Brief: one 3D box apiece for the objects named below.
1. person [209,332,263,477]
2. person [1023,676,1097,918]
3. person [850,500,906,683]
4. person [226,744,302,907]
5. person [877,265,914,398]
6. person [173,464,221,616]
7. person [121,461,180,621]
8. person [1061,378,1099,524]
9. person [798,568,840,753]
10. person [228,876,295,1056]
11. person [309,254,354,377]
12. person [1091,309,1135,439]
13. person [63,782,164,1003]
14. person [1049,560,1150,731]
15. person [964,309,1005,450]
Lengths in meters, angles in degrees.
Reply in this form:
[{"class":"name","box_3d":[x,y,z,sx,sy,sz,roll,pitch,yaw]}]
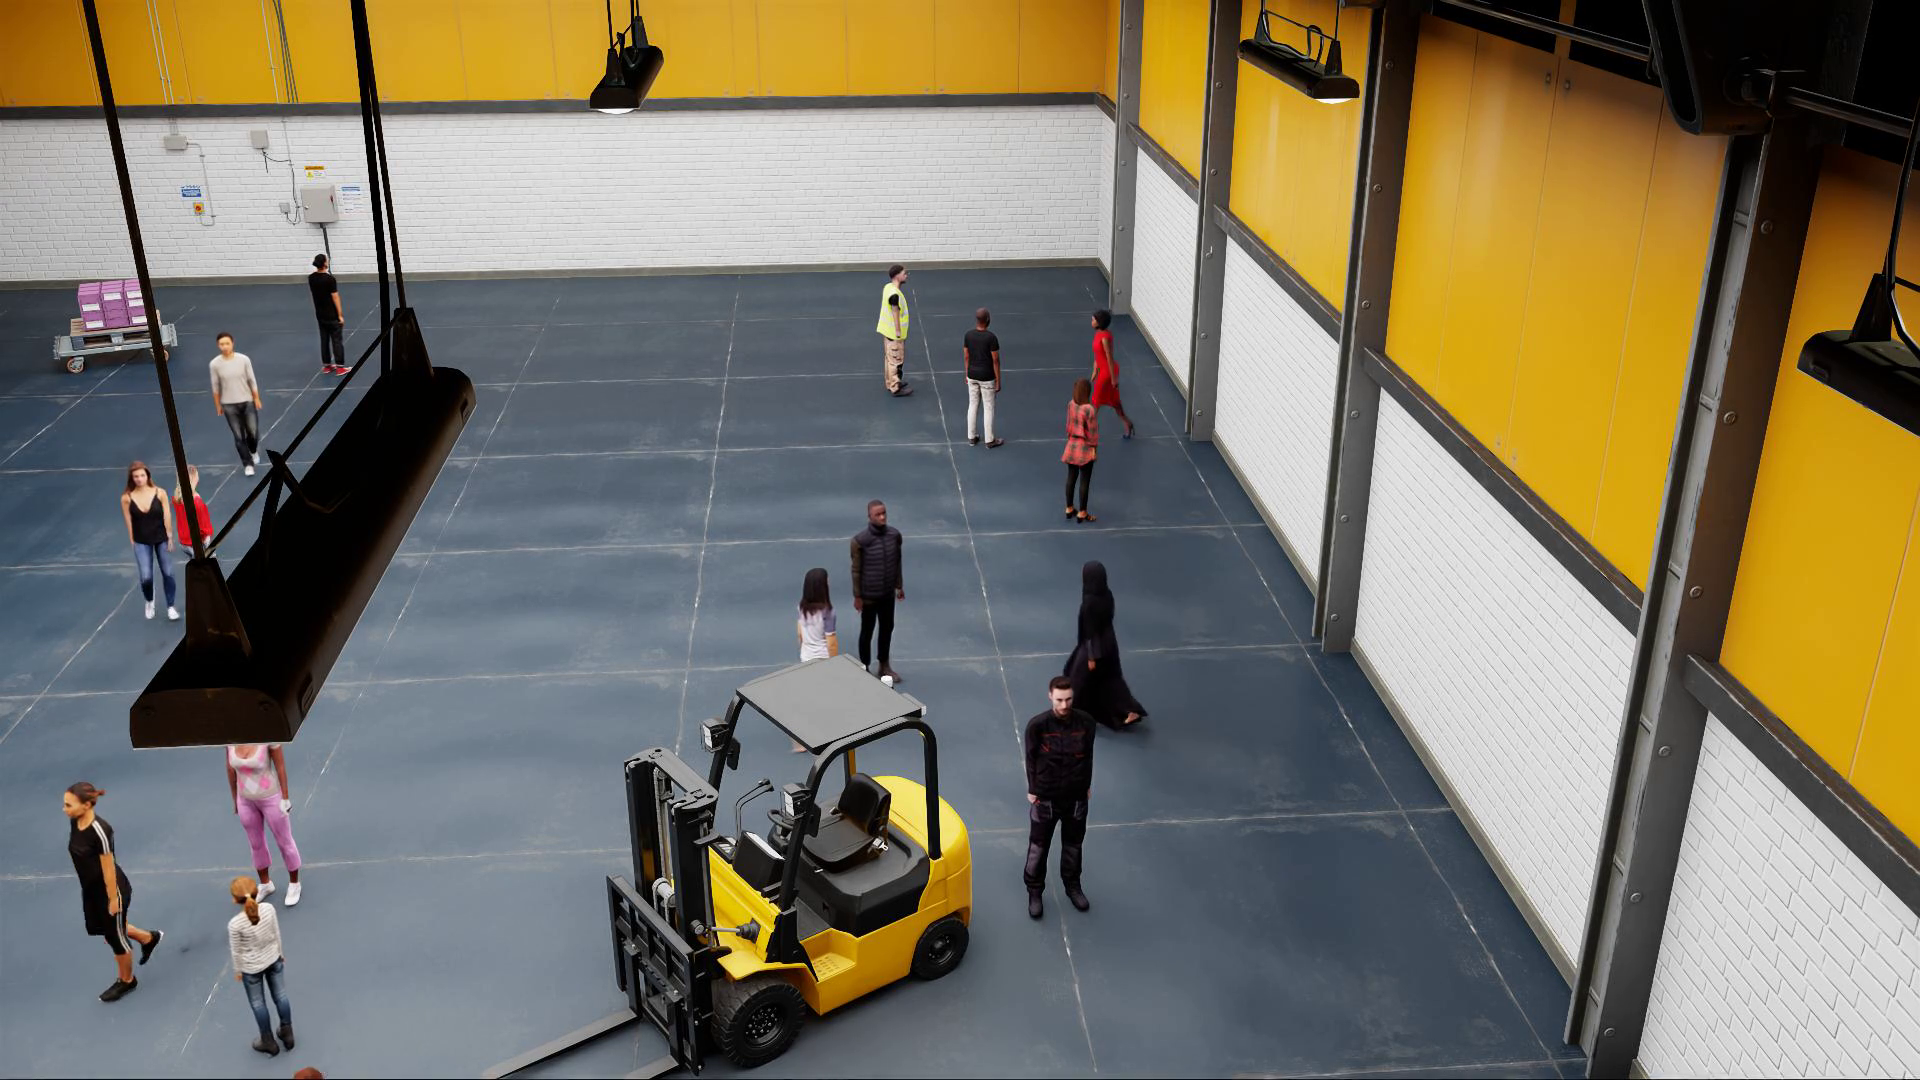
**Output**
[{"class":"person","box_3d":[-8.850,-1.701,20.385,0.785,1.805,0.842,-9,25,-20]},{"class":"person","box_3d":[0.723,1.843,12.142,0.718,1.915,0.637,-6,24,-12]},{"class":"person","box_3d":[-0.766,0.481,15.356,0.781,1.835,0.767,-15,28,-31]},{"class":"person","box_3d":[-5.128,1.904,12.217,0.601,1.741,0.558,1,24,3]},{"class":"person","box_3d":[-0.897,-2.924,23.136,0.786,1.842,0.675,-5,24,-11]},{"class":"person","box_3d":[-7.597,0.096,16.416,0.801,1.692,0.866,14,27,28]},{"class":"person","box_3d":[-8.092,-0.021,16.659,0.687,1.711,0.733,-12,26,-26]},{"class":"person","box_3d":[1.377,-1.036,18.993,0.767,1.702,0.669,-18,29,-35]},{"class":"person","box_3d":[-1.205,1.045,14.199,0.649,1.729,0.705,18,29,35]},{"class":"person","box_3d":[-4.533,2.760,10.795,0.547,1.312,0.600,-21,31,-39]},{"class":"person","box_3d":[-9.123,-3.260,24.014,0.701,1.756,0.694,9,25,19]},{"class":"person","box_3d":[1.976,-2.093,21.420,0.732,1.695,0.921,-3,24,-7]},{"class":"person","box_3d":[-5.758,2.337,11.333,0.817,1.657,0.884,17,29,34]},{"class":"person","box_3d":[1.292,0.950,14.580,1.076,1.598,1.140,10,26,22]},{"class":"person","box_3d":[0.277,-2.065,21.220,0.763,1.804,0.789,13,27,27]}]
